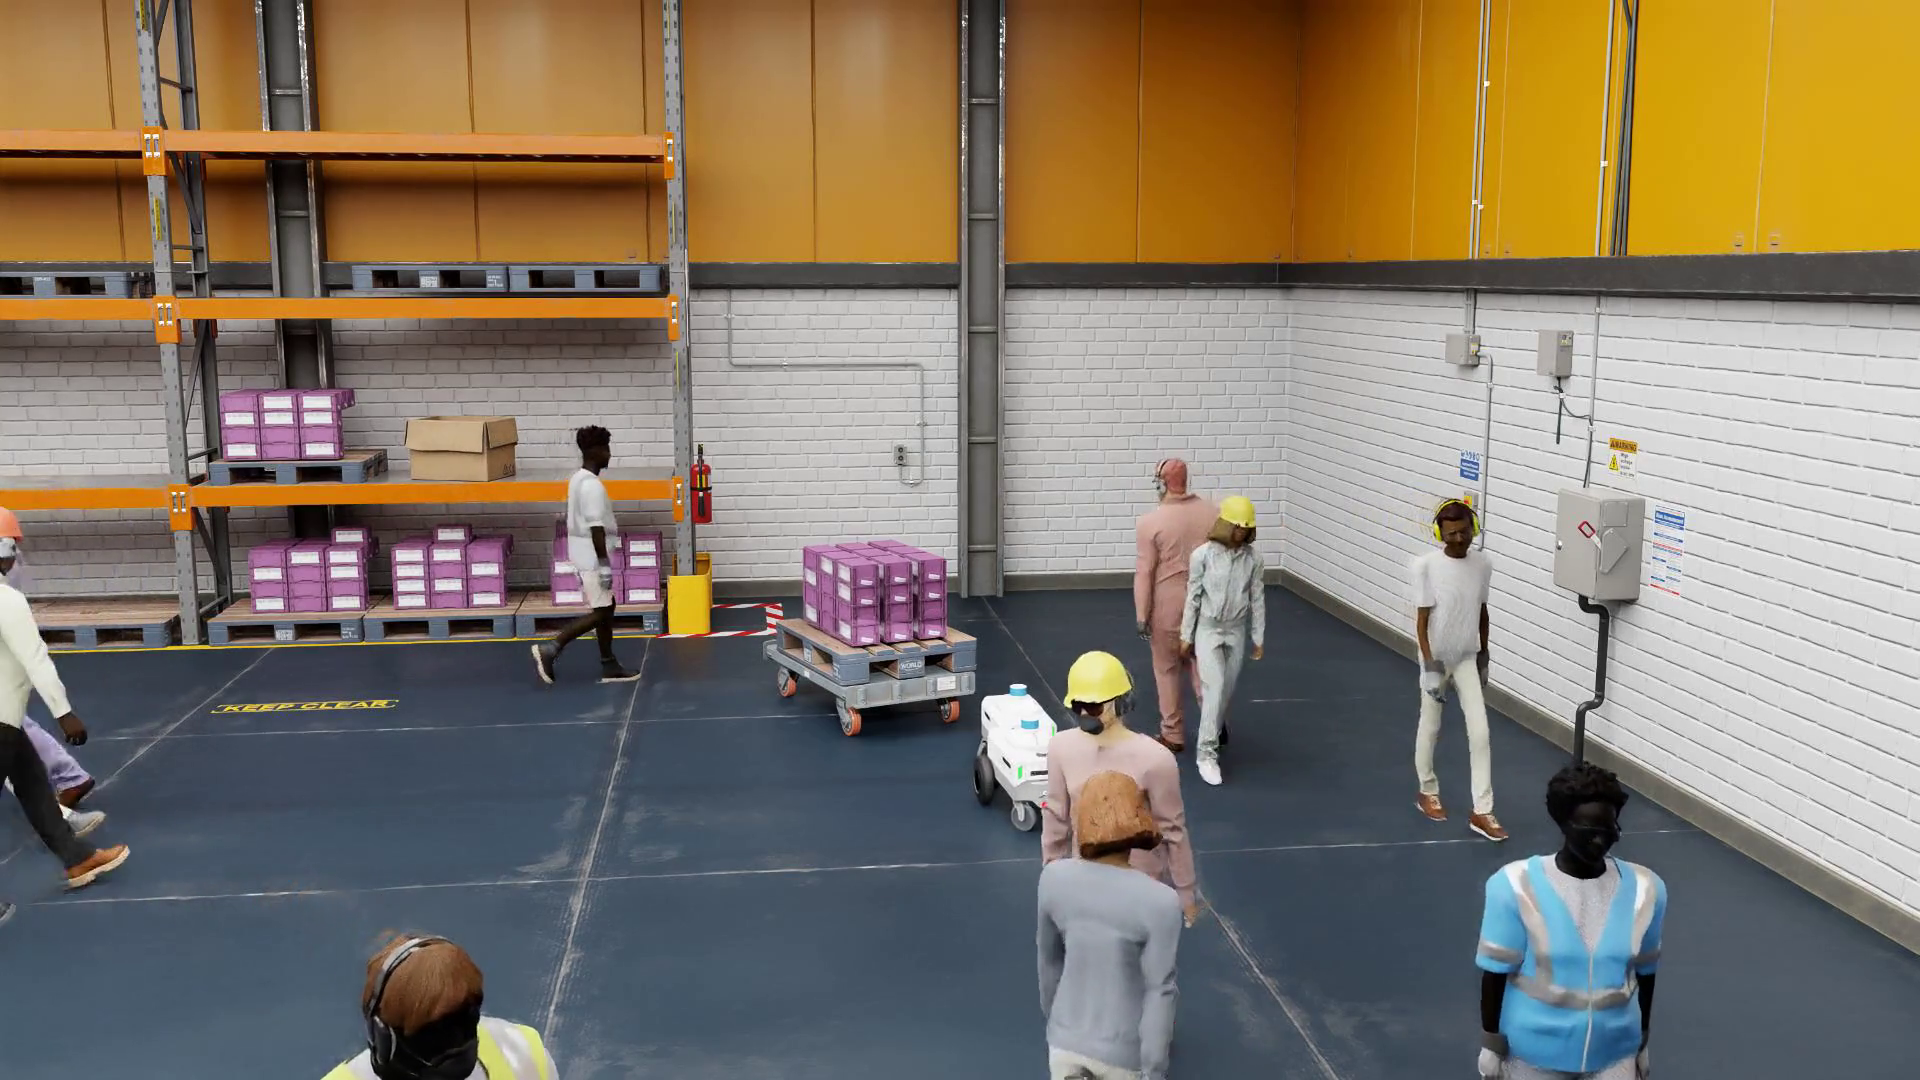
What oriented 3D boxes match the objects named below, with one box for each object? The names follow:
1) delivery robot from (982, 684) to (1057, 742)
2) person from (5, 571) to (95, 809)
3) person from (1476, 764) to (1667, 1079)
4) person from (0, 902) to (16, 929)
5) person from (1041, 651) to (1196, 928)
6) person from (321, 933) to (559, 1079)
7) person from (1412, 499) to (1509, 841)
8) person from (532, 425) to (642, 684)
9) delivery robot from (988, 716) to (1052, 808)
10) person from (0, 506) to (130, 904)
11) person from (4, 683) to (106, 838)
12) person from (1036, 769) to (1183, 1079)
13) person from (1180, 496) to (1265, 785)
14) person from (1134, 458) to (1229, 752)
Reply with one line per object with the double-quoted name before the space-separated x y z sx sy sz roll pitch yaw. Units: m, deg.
"delivery robot" 0.350 1.112 10.013 0.477 0.478 0.707 -1 9 -10
"person" -5.323 0.653 9.125 0.633 1.871 0.942 9 13 44
"person" 1.749 1.428 4.874 0.537 1.670 0.799 0 9 2
"person" -4.526 1.015 7.060 0.625 1.783 0.904 9 13 44
"person" 0.590 1.216 6.063 0.563 1.708 0.921 7 12 38
"person" -0.967 1.625 3.245 0.937 1.790 0.635 6 11 34
"person" 2.699 0.691 8.979 0.523 1.821 0.877 -2 9 -11
"person" -2.738 0.126 12.134 0.731 1.946 0.624 -3 10 -19
"delivery robot" 0.391 1.227 9.293 0.477 0.478 0.707 -2 9 -13
"person" -4.443 0.805 7.886 0.645 1.933 1.009 8 12 41
"person" -5.023 0.746 8.603 0.931 1.823 0.571 -5 10 -27
"person" 0.396 1.471 4.773 0.515 1.604 0.484 6 11 35
"person" 1.606 0.590 9.926 0.504 1.708 0.651 -3 10 -20
"person" 1.388 0.424 10.459 0.666 1.881 0.470 -4 10 -25
